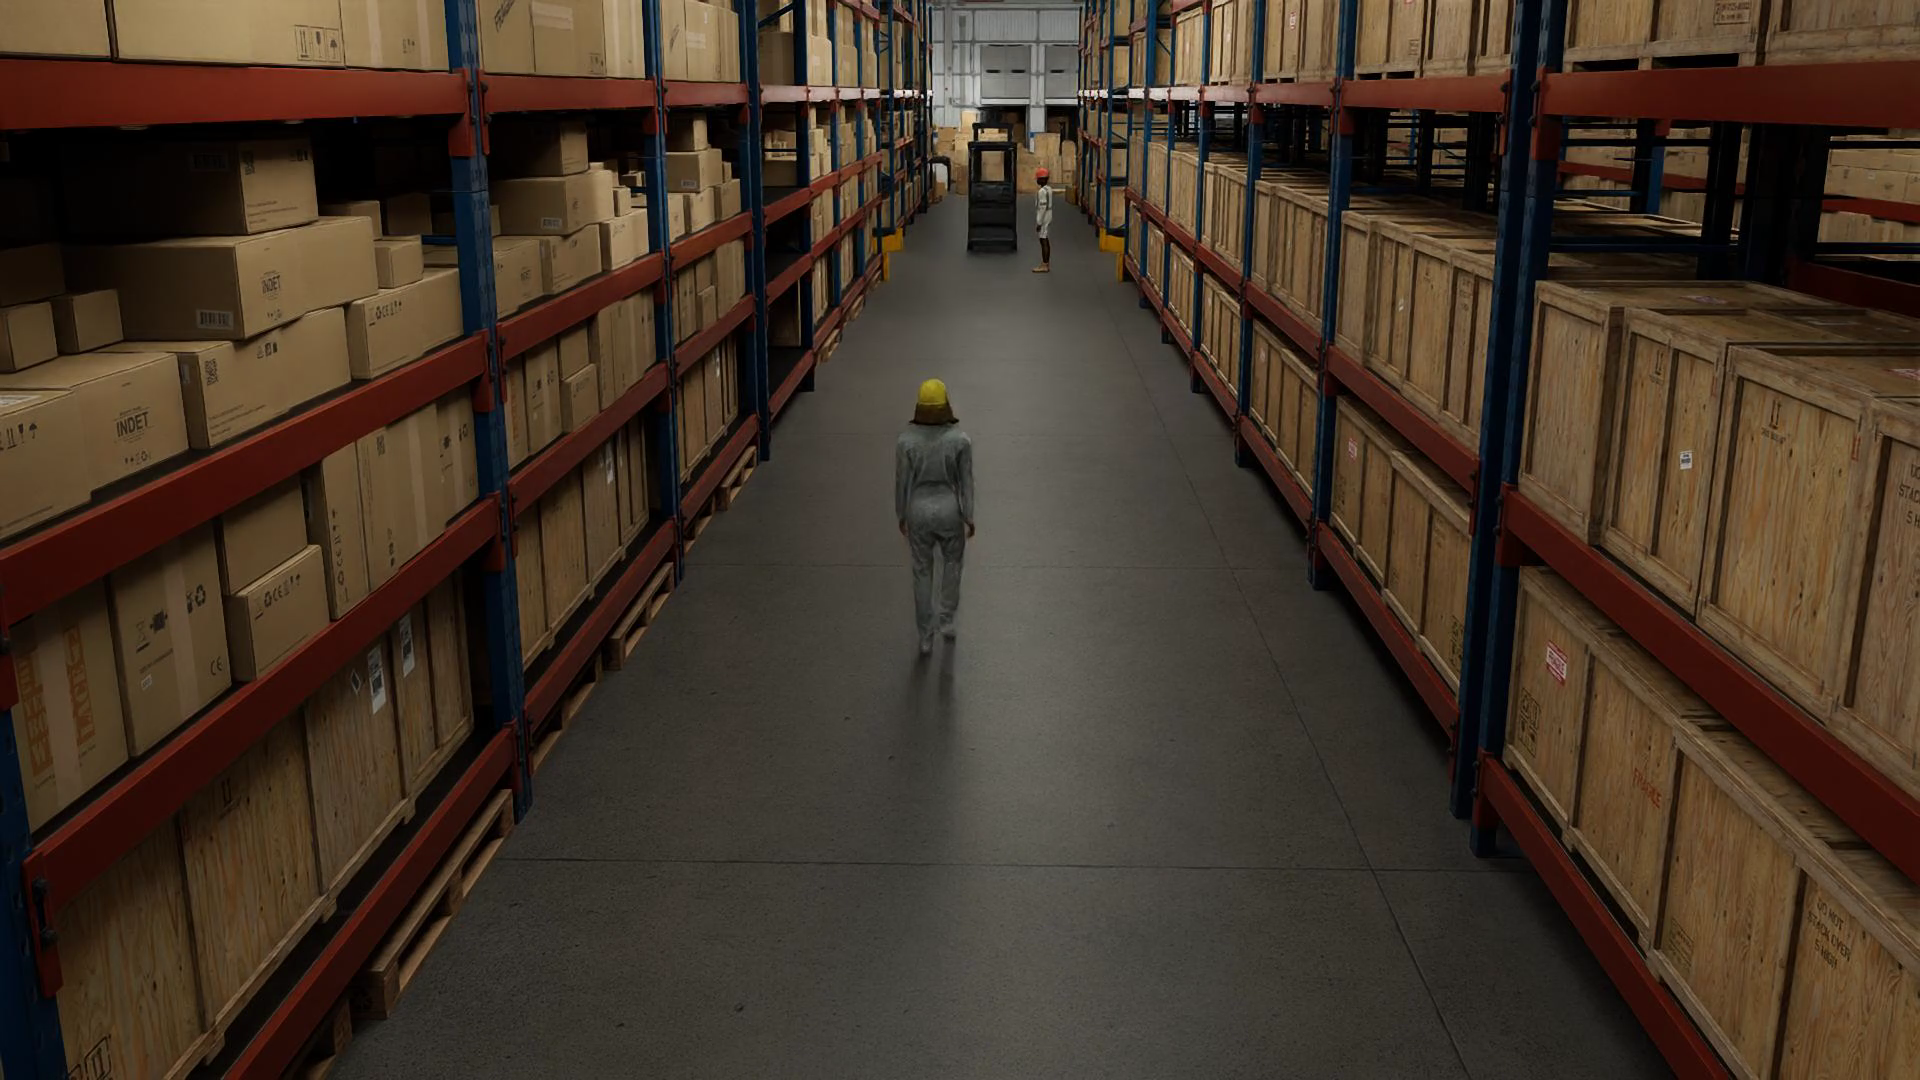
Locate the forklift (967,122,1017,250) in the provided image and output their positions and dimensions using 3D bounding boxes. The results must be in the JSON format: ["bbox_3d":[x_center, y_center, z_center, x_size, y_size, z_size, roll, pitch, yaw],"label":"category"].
[{"bbox_3d":[0.744,-8.085,37.871,1.129,2.768,1.873,0,15,1],"label":"forklift"}]

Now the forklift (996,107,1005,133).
[{"bbox_3d":[1.956,-19.882,81.768,1.873,2.768,1.129,1,15,4],"label":"forklift"}]

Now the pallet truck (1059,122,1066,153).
[{"bbox_3d":[5.788,-21.111,88.014,1.885,1.965,0.823,5,16,18],"label":"pallet truck"}]

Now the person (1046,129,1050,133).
[{"bbox_3d":[4.666,-20.828,87.691,0.533,1.603,0.789,1,15,3],"label":"person"}]

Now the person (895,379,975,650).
[{"bbox_3d":[-0.158,-0.166,10.593,0.518,1.725,0.476,0,15,1],"label":"person"}]

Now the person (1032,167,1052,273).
[{"bbox_3d":[1.631,-6.316,32.873,0.368,2.048,0.607,4,15,13],"label":"person"}]

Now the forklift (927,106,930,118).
[{"bbox_3d":[-1.960,-21.057,86.140,1.129,2.768,1.873,0,15,2],"label":"forklift"}]

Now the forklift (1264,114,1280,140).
[{"bbox_3d":[11.018,-13.914,59.560,1.129,2.768,1.873,0,15,2],"label":"forklift"}]
